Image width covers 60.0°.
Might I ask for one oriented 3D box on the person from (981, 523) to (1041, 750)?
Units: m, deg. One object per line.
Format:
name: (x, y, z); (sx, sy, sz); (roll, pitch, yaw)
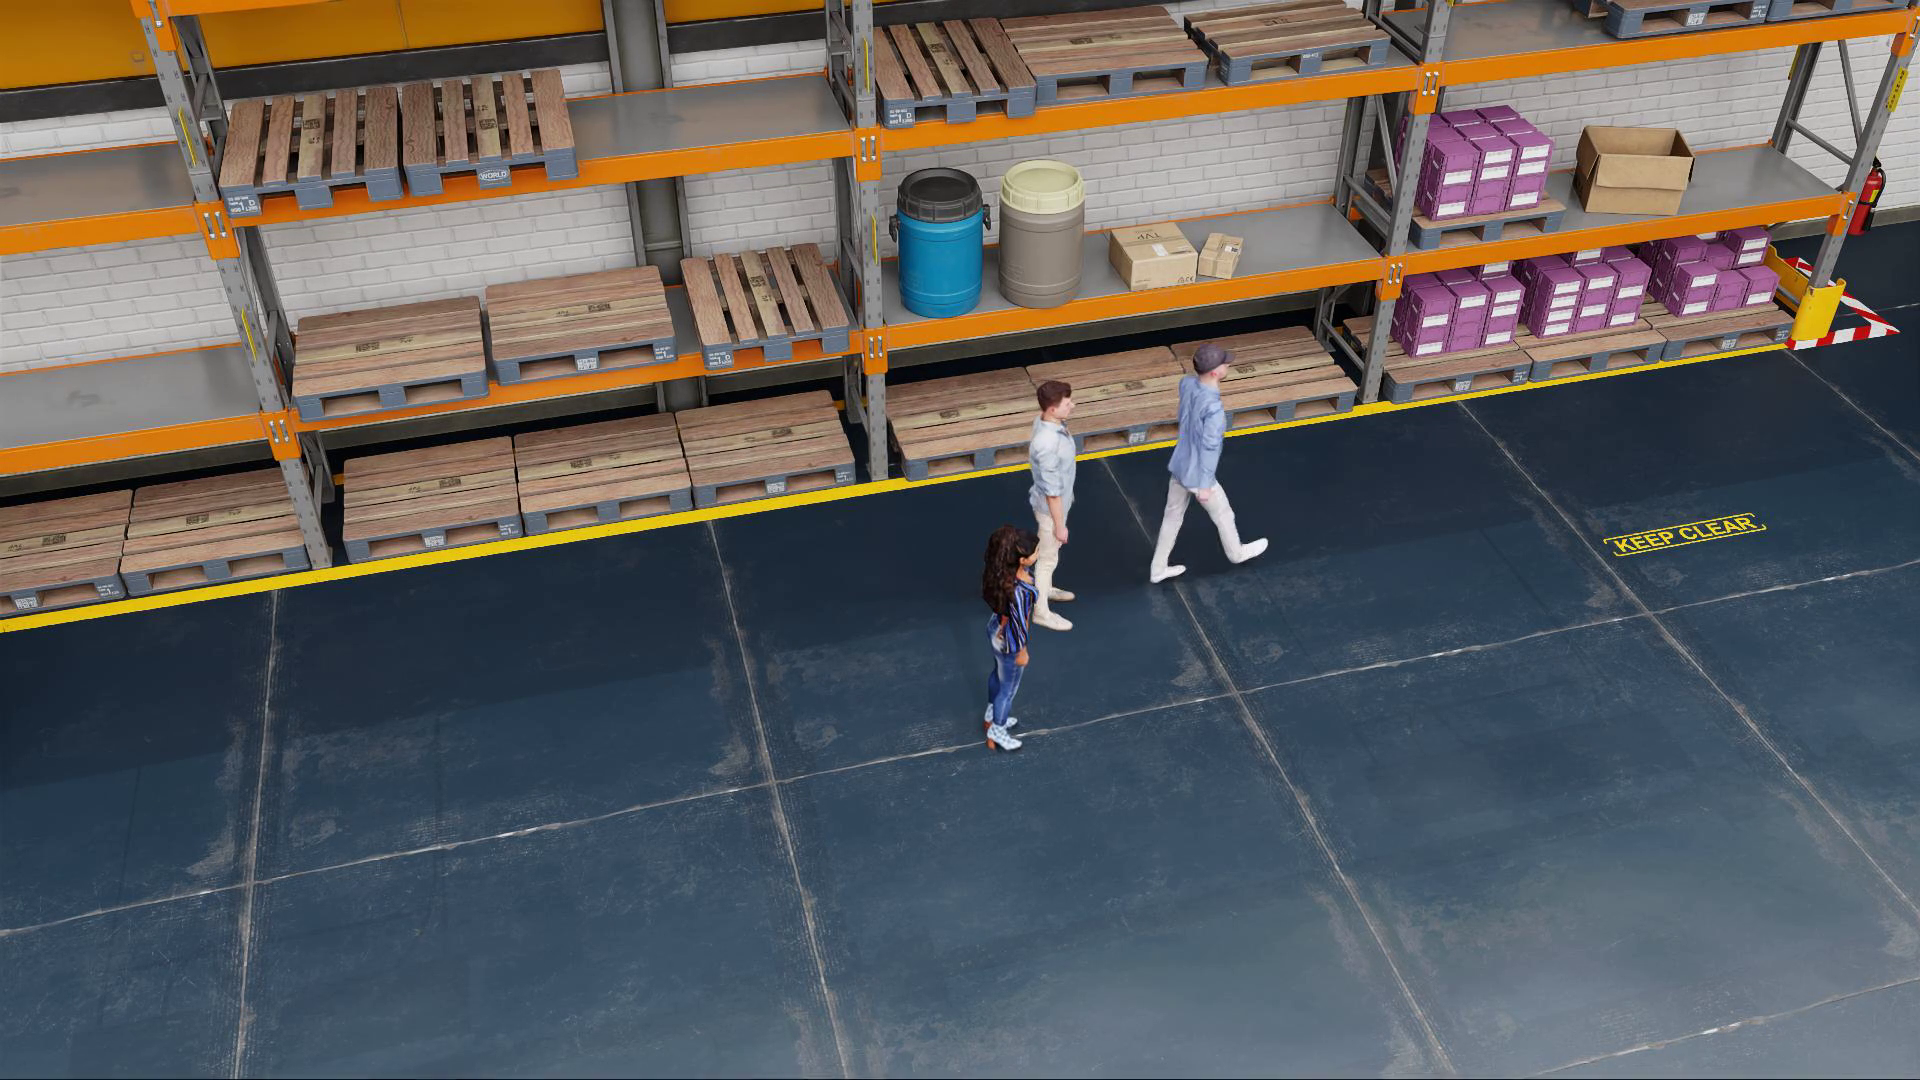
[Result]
person: (0.289, 0.580, 9.850); (0.602, 1.624, 0.634); (-4, 39, -5)

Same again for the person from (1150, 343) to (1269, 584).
person: (1.487, -0.448, 10.957); (1.116, 1.847, 0.779); (-15, 41, -18)

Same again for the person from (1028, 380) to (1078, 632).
person: (0.566, -0.239, 10.695); (0.710, 1.849, 0.739); (4, 39, 5)
